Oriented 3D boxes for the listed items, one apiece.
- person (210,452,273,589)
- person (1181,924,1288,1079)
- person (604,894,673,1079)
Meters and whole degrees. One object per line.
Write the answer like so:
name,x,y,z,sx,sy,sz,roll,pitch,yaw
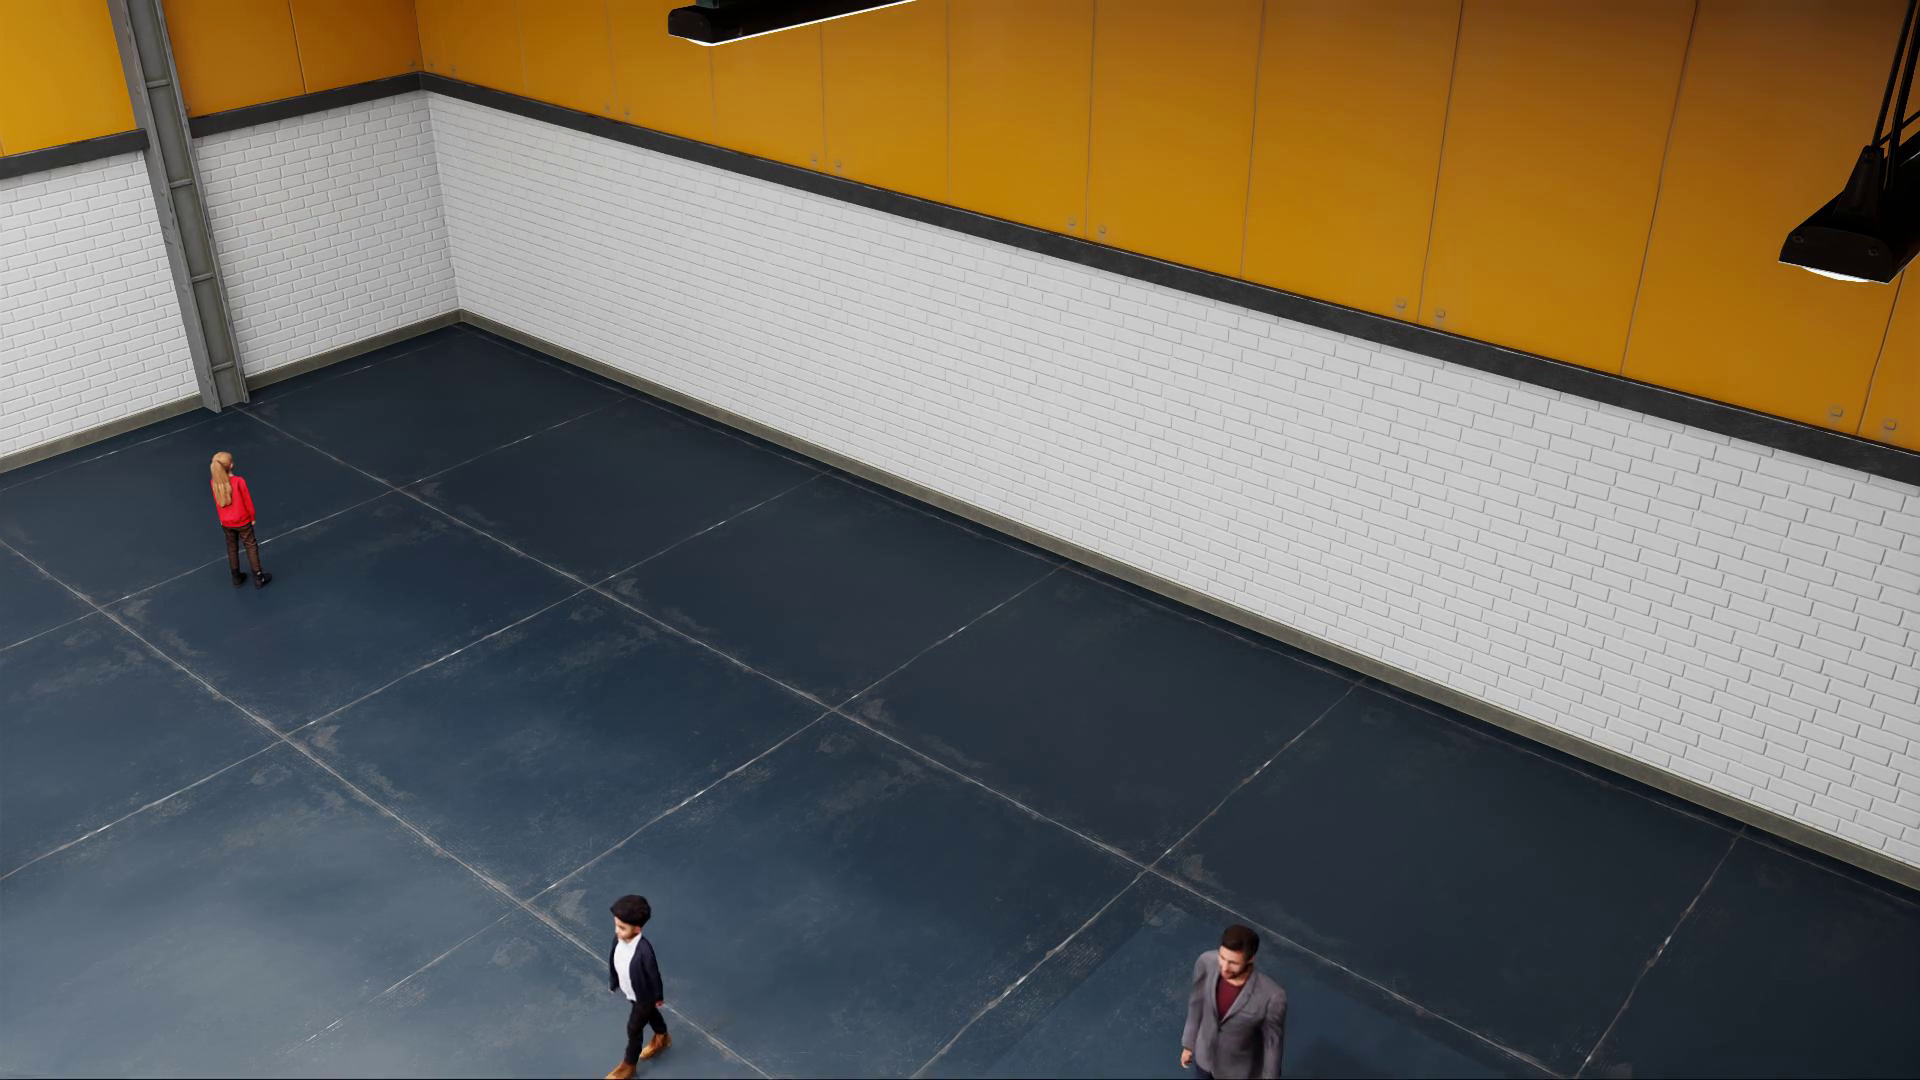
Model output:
person,-6.354,-0.180,14.595,0.568,1.280,0.612,2,29,4
person,1.445,2.696,8.721,0.708,1.857,0.710,25,37,38
person,-1.816,2.548,9.670,0.734,1.208,0.553,-24,36,-36
